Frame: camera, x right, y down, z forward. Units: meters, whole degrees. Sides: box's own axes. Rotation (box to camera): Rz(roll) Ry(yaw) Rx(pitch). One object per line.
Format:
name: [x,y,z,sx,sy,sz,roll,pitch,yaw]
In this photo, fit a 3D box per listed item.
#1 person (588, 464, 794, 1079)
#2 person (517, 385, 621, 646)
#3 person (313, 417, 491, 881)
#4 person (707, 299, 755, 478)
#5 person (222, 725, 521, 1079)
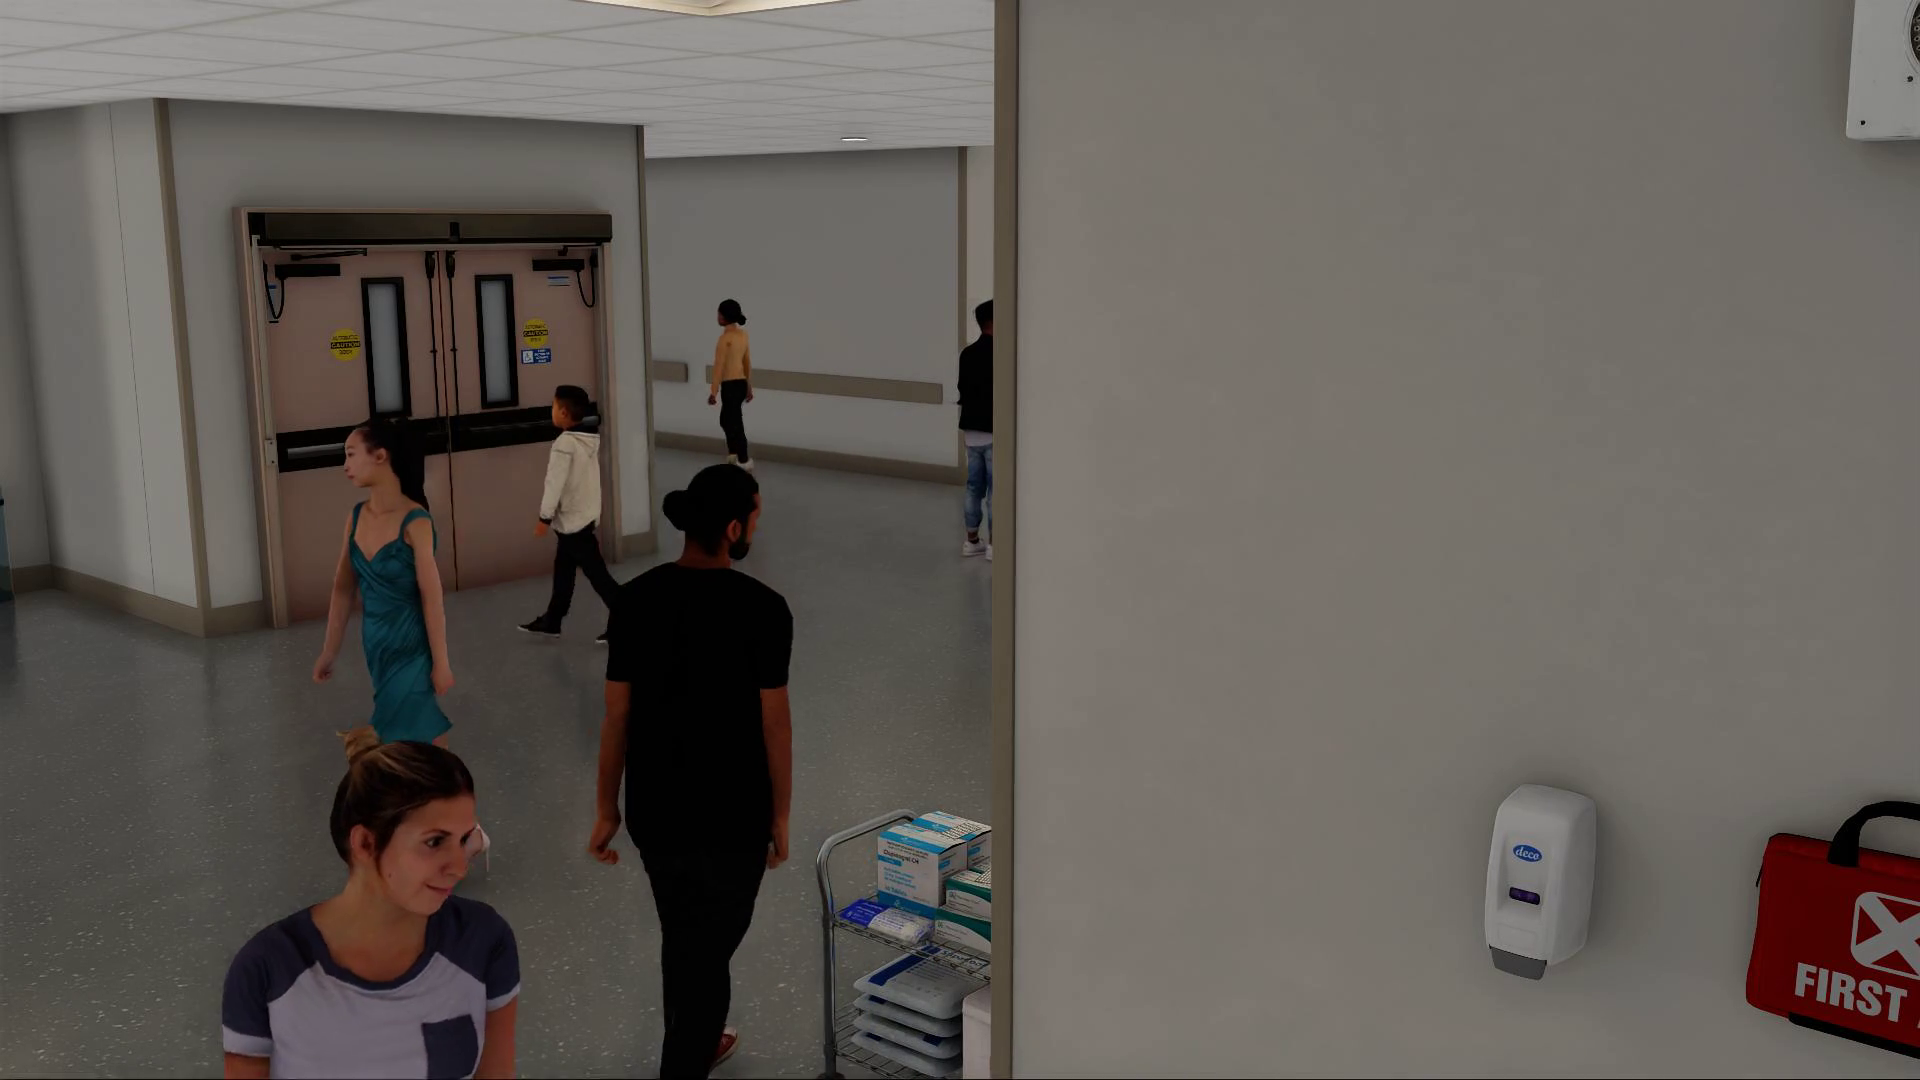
person: [-0.655,0.714,4.054,1.017,1.714,1.220,2,11,9]
person: [-2.048,-0.110,9.167,0.987,1.427,0.979,1,11,4]
person: [-1.851,0.424,5.746,0.588,1.652,0.884,8,13,36]
person: [-1.991,-1.356,15.135,0.774,1.650,0.688,4,12,22]
person: [-0.893,1.069,2.492,0.843,1.599,0.842,-5,12,-23]
